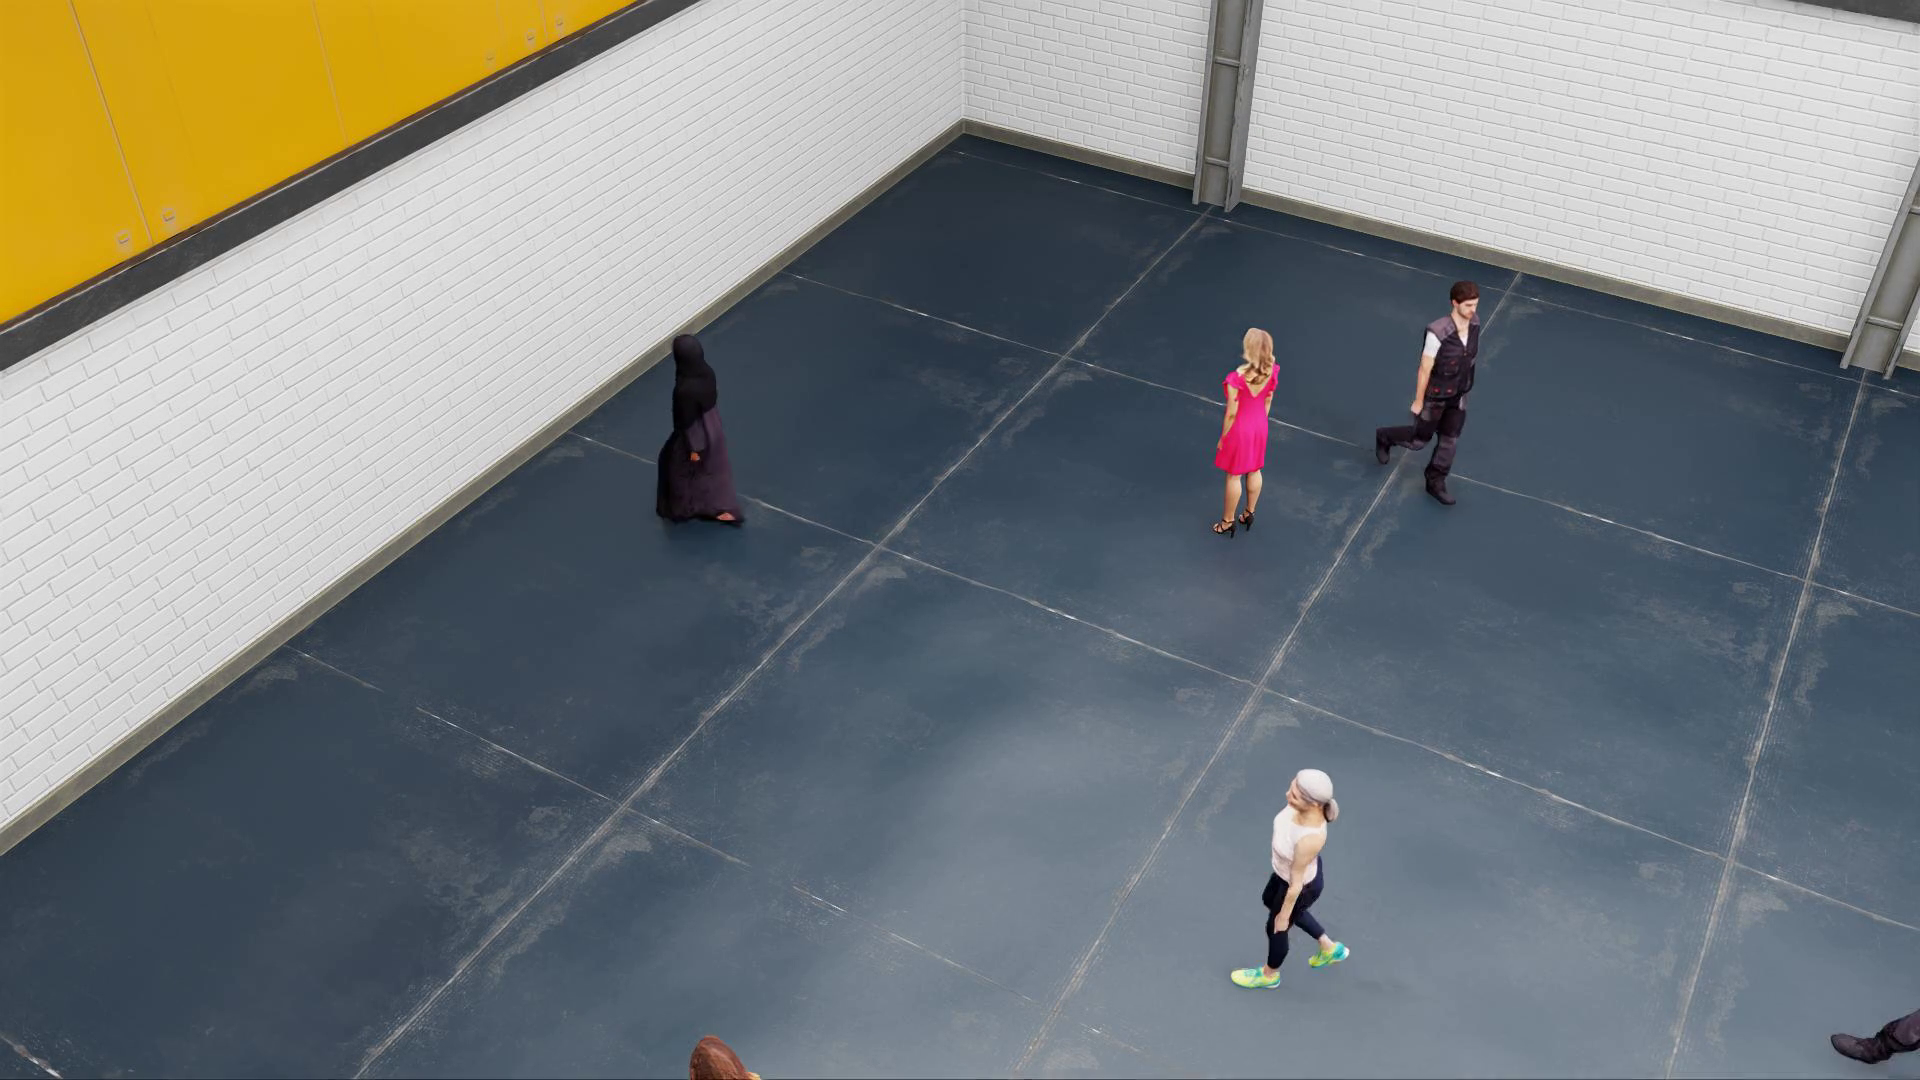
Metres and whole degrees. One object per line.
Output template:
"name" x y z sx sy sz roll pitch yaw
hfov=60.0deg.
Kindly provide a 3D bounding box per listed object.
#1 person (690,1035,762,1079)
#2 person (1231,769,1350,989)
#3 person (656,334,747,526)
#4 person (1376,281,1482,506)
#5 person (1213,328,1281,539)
"person" -1.010 2.803 7.440 0.553 1.722 0.624 27 46 30
"person" 1.832 1.803 8.715 0.945 1.694 0.799 5 39 7
"person" -1.819 -0.764 11.995 0.913 1.612 0.667 16 41 19
"person" 3.501 -1.146 12.300 0.959 1.829 1.126 -20 43 -23
"person" 2.047 -0.767 11.906 0.662 1.728 0.694 -18 42 -21
